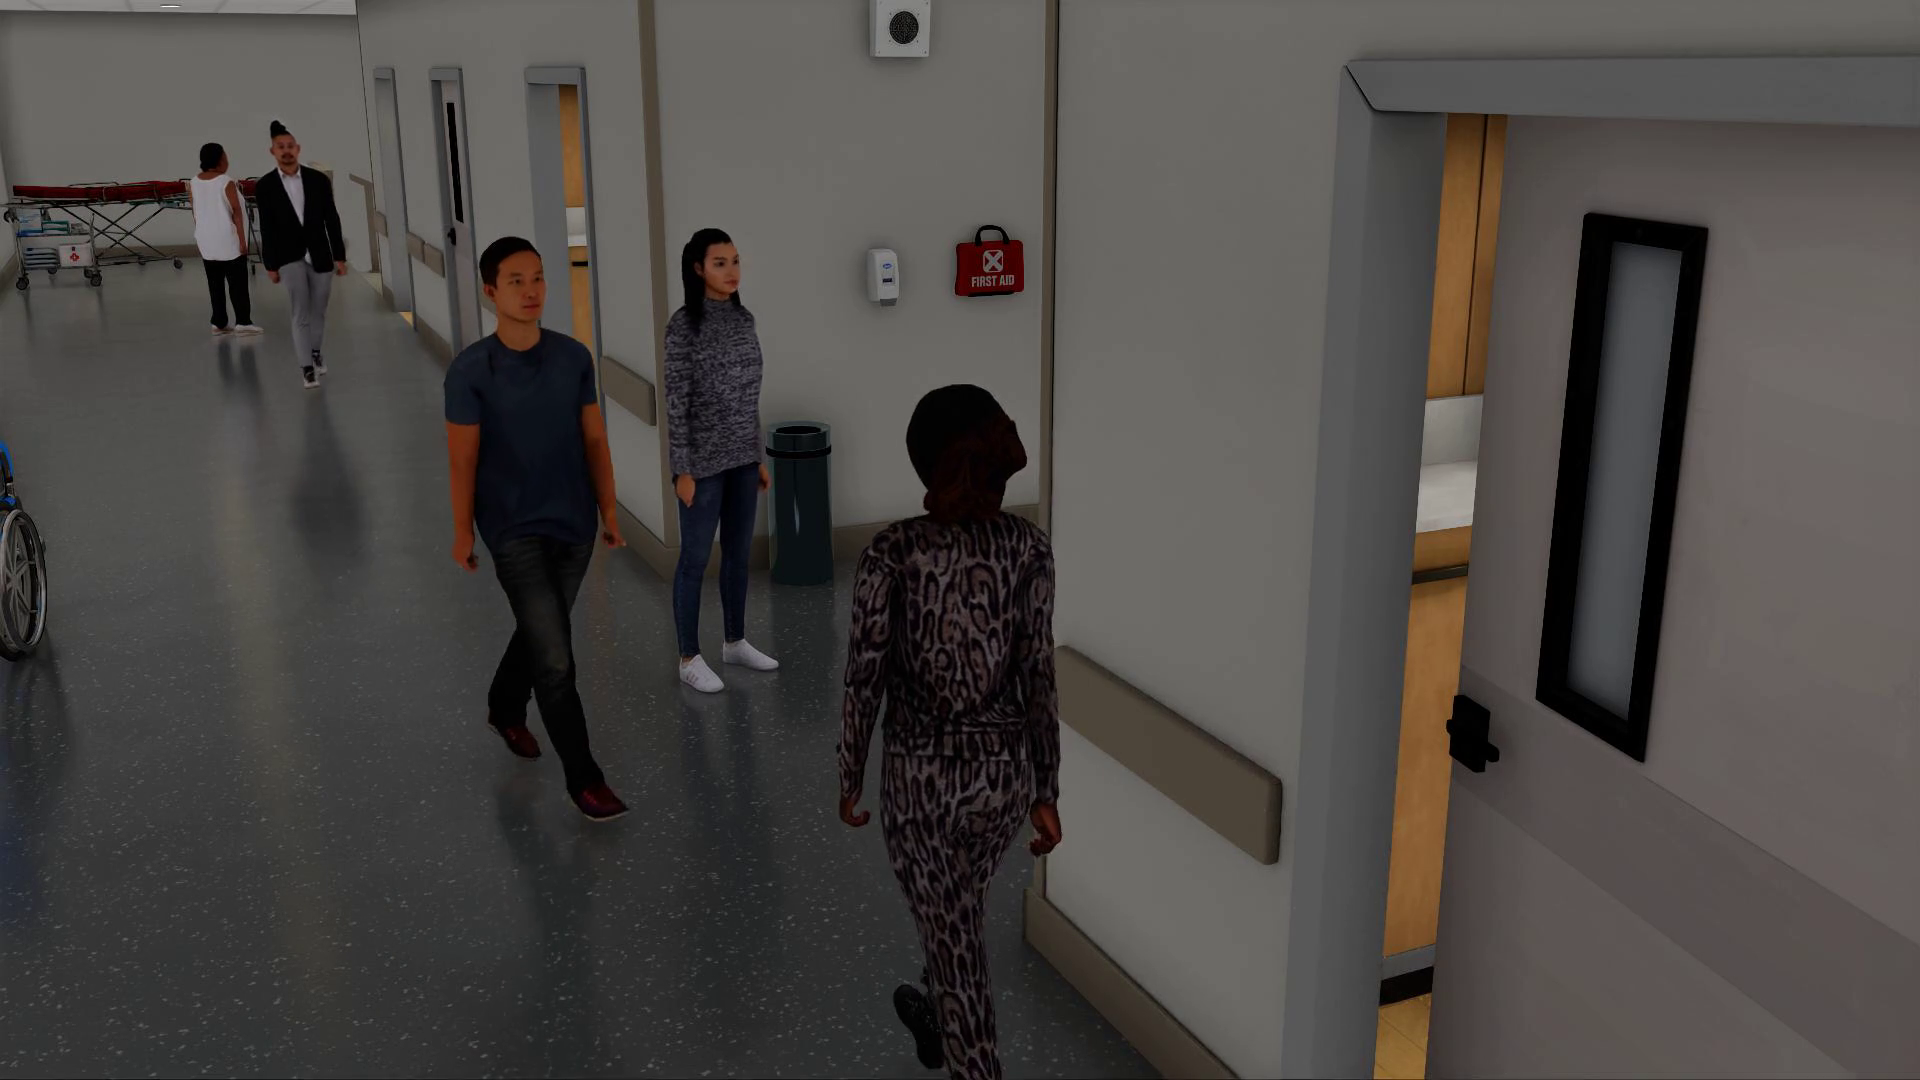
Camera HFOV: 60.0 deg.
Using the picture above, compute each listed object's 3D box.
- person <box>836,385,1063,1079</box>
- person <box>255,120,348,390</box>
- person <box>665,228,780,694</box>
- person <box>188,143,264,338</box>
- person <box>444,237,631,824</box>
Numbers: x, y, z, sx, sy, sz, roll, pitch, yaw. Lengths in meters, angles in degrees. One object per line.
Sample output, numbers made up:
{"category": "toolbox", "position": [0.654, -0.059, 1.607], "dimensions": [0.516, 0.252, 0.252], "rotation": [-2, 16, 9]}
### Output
{"category": "person", "position": [0.015, 0.565, 3.336], "dimensions": [0.662, 1.671, 1.159], "rotation": [-5, 17, -19]}
{"category": "person", "position": [-4.876, -2.099, 12.351], "dimensions": [0.773, 1.906, 1.258], "rotation": [-9, 18, -29]}
{"category": "person", "position": [-0.926, -0.313, 6.338], "dimensions": [0.675, 1.732, 0.688], "rotation": [12, 20, 37]}
{"category": "person", "position": [-6.543, -2.668, 14.773], "dimensions": [0.760, 1.687, 0.821], "rotation": [6, 17, 19]}
{"category": "person", "position": [-1.388, -0.041, 5.303], "dimensions": [0.934, 1.769, 1.236], "rotation": [-15, 21, -42]}
